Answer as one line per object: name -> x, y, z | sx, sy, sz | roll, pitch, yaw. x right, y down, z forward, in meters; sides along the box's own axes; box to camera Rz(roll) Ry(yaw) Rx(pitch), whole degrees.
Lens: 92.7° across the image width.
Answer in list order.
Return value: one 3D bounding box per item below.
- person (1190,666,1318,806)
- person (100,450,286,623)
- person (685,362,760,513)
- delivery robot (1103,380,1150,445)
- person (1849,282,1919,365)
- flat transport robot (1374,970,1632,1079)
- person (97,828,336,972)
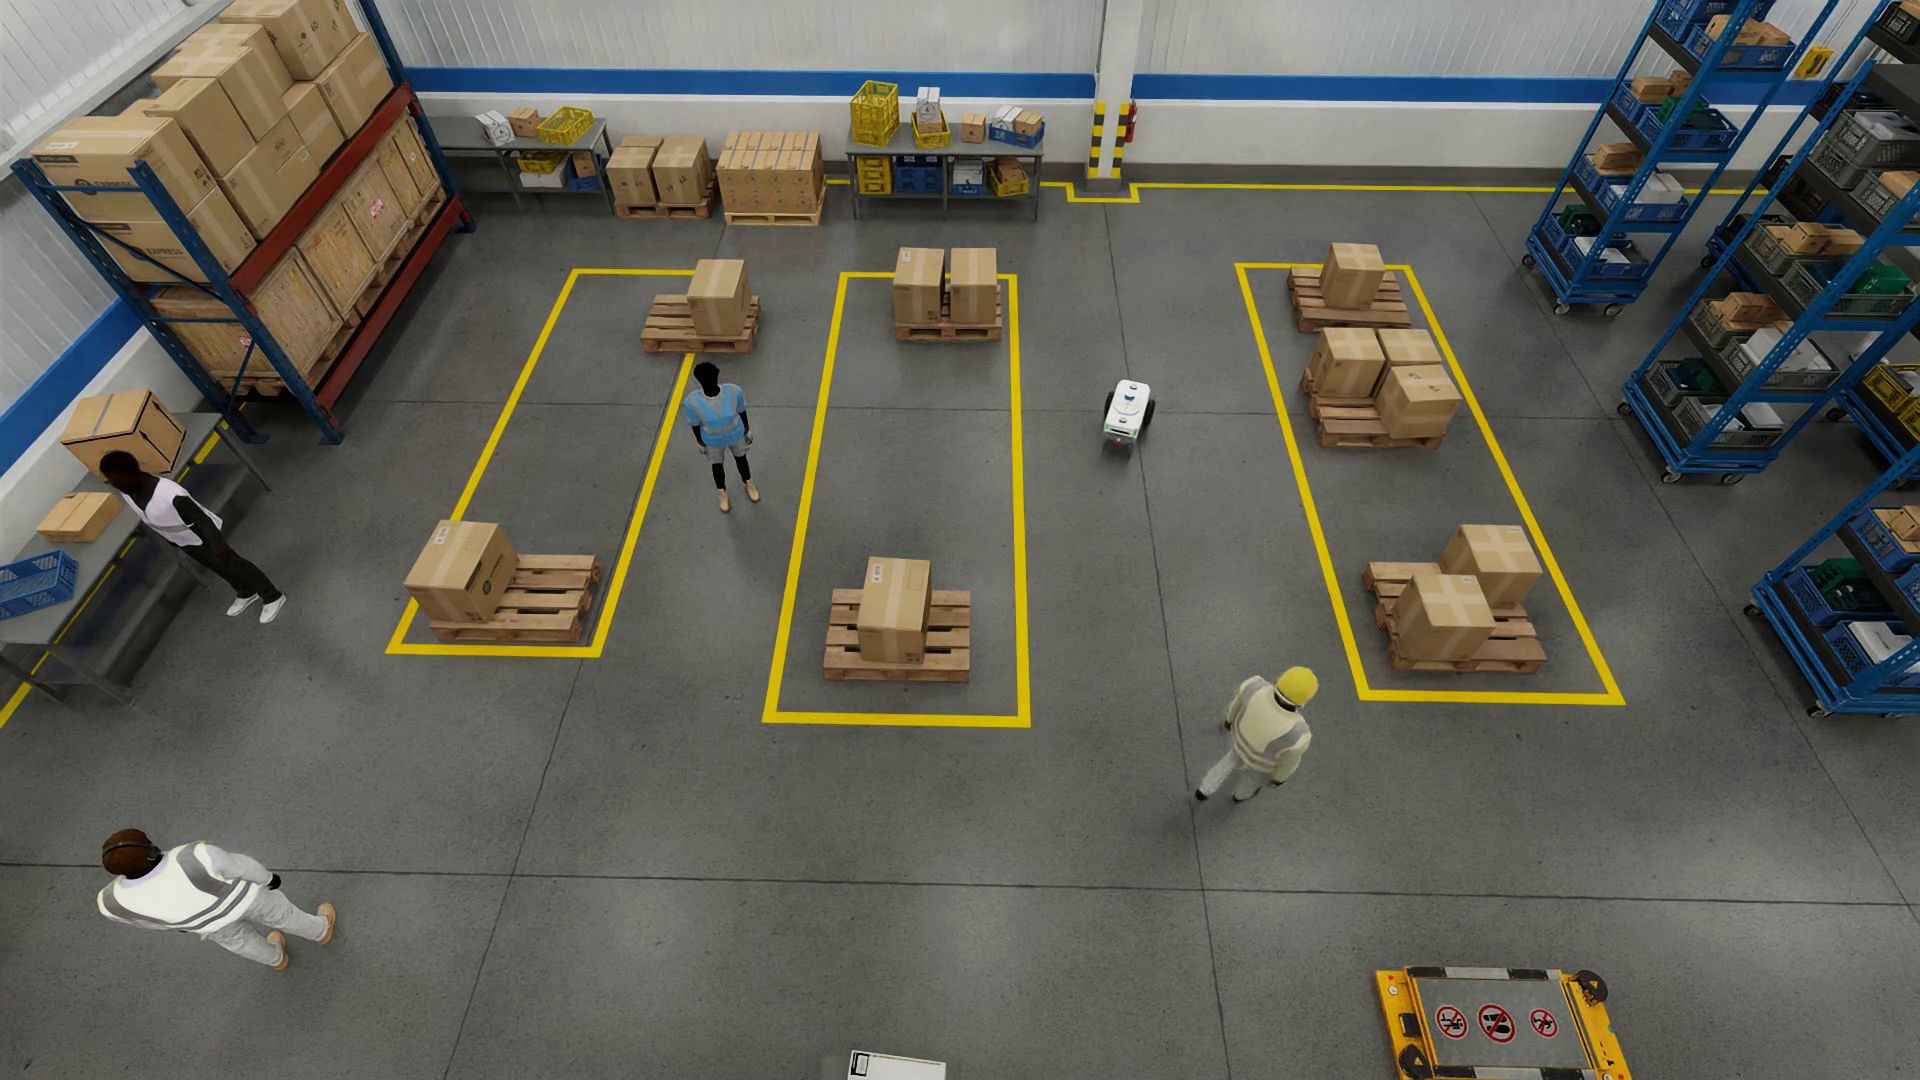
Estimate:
person -> 2.041, 1.423, 6.317 | 0.541, 1.814, 0.599 | -24, 55, -18
person -> -6.204, -0.028, 7.434 | 0.593, 1.922, 0.391 | 12, 52, 10
person -> -2.143, -0.943, 8.321 | 0.536, 1.696, 0.322 | -18, 53, -14
delivery robot -> 1.694, -1.307, 9.293 | 0.477, 0.478, 0.707 | 14, 52, 11
person -> 10.173, -2.538, 9.661 | 0.511, 1.638, 0.308 | -11, 52, -8
flat transport robot -> 3.501, 3.133, 5.914 | 1.431, 0.197, 0.652 | 1, 51, 1
person -> -4.569, 2.217, 5.655 | 0.627, 1.844, 0.429 | -27, 56, -20
